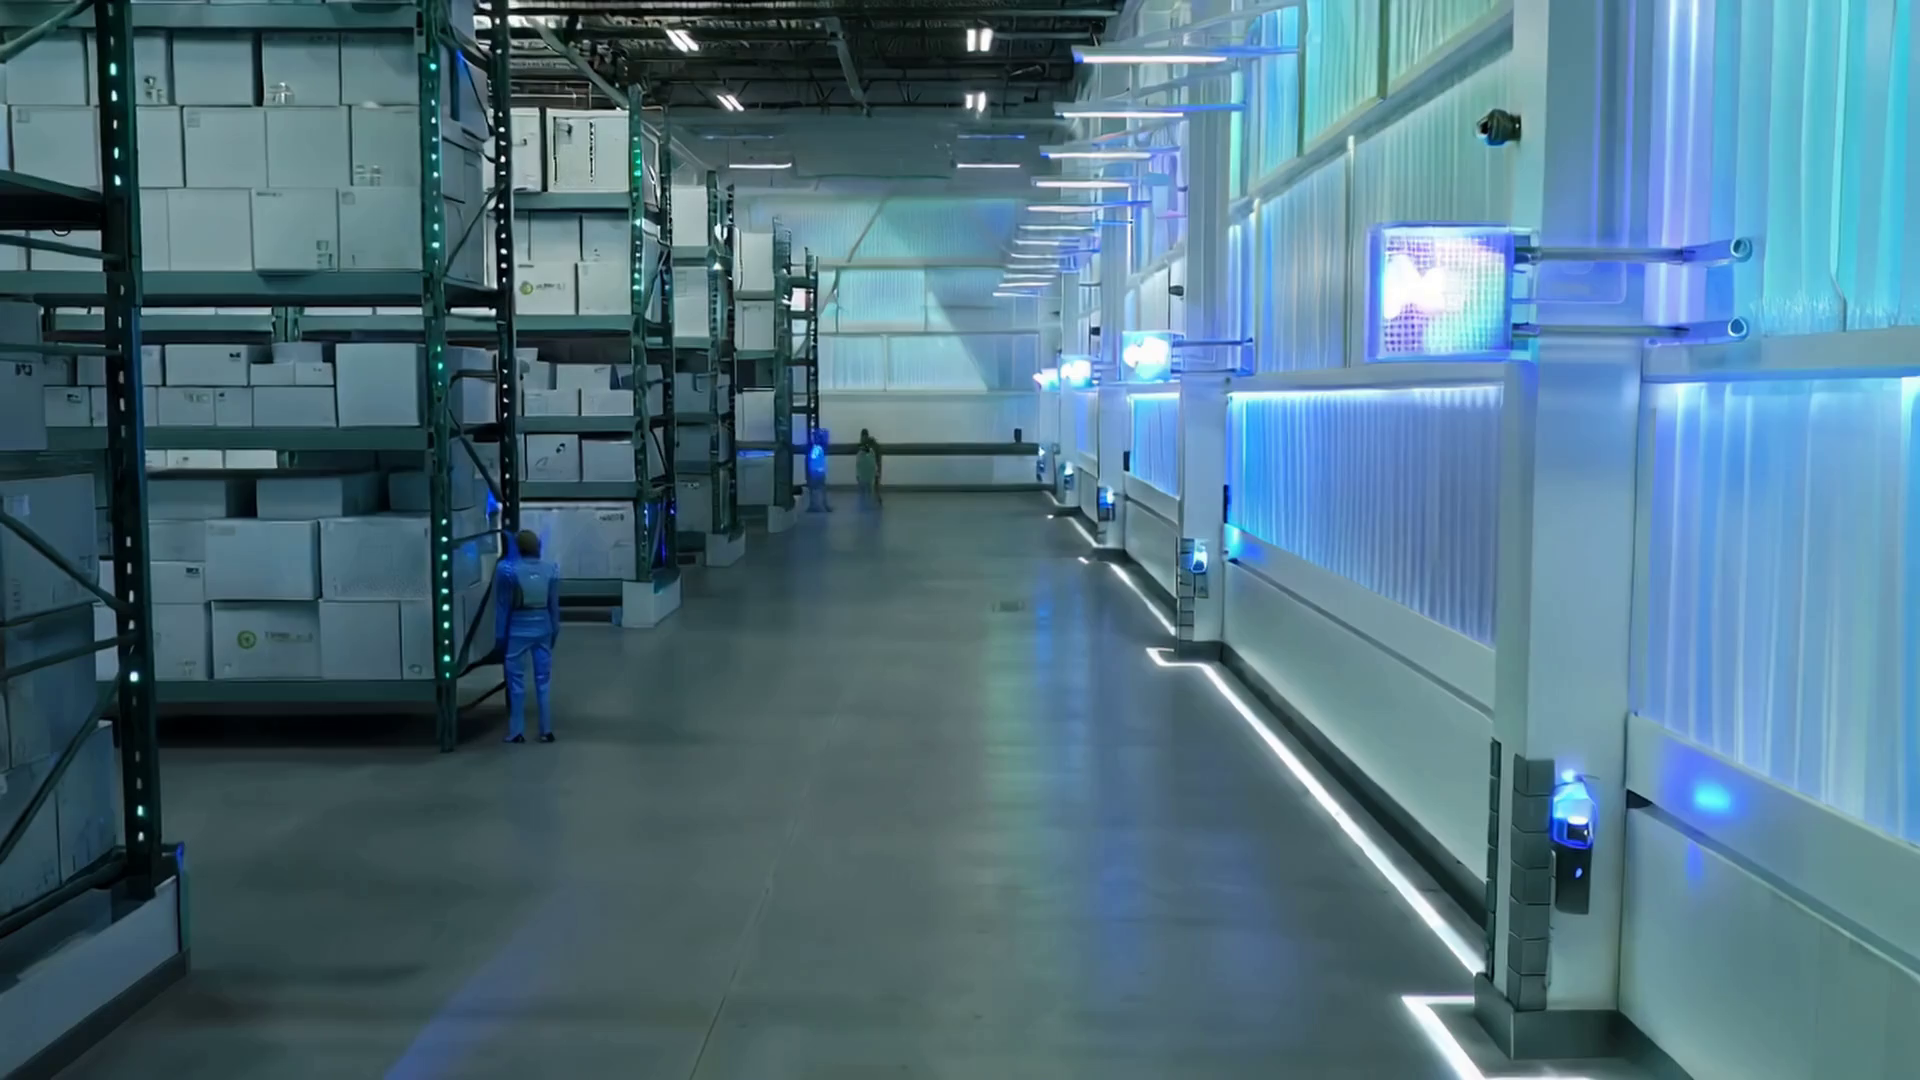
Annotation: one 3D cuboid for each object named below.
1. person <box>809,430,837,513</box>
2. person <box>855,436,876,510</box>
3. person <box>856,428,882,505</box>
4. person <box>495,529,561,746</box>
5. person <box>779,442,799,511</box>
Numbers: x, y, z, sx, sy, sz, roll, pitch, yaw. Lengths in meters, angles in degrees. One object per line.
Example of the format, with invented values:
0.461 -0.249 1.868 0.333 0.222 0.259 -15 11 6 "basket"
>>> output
-3.104 -1.535 37.521 0.799 1.881 0.570 2 5 18 "person"
-2.232 -1.563 38.797 0.565 1.722 0.739 -2 5 -23 "person"
-2.208 -1.774 40.391 0.656 1.877 0.558 -3 6 -34 "person"
-3.249 0.735 12.554 0.525 1.632 0.312 -4 7 -41 "person"
-3.654 -1.272 35.549 0.515 1.705 0.658 -3 6 -33 "person"
